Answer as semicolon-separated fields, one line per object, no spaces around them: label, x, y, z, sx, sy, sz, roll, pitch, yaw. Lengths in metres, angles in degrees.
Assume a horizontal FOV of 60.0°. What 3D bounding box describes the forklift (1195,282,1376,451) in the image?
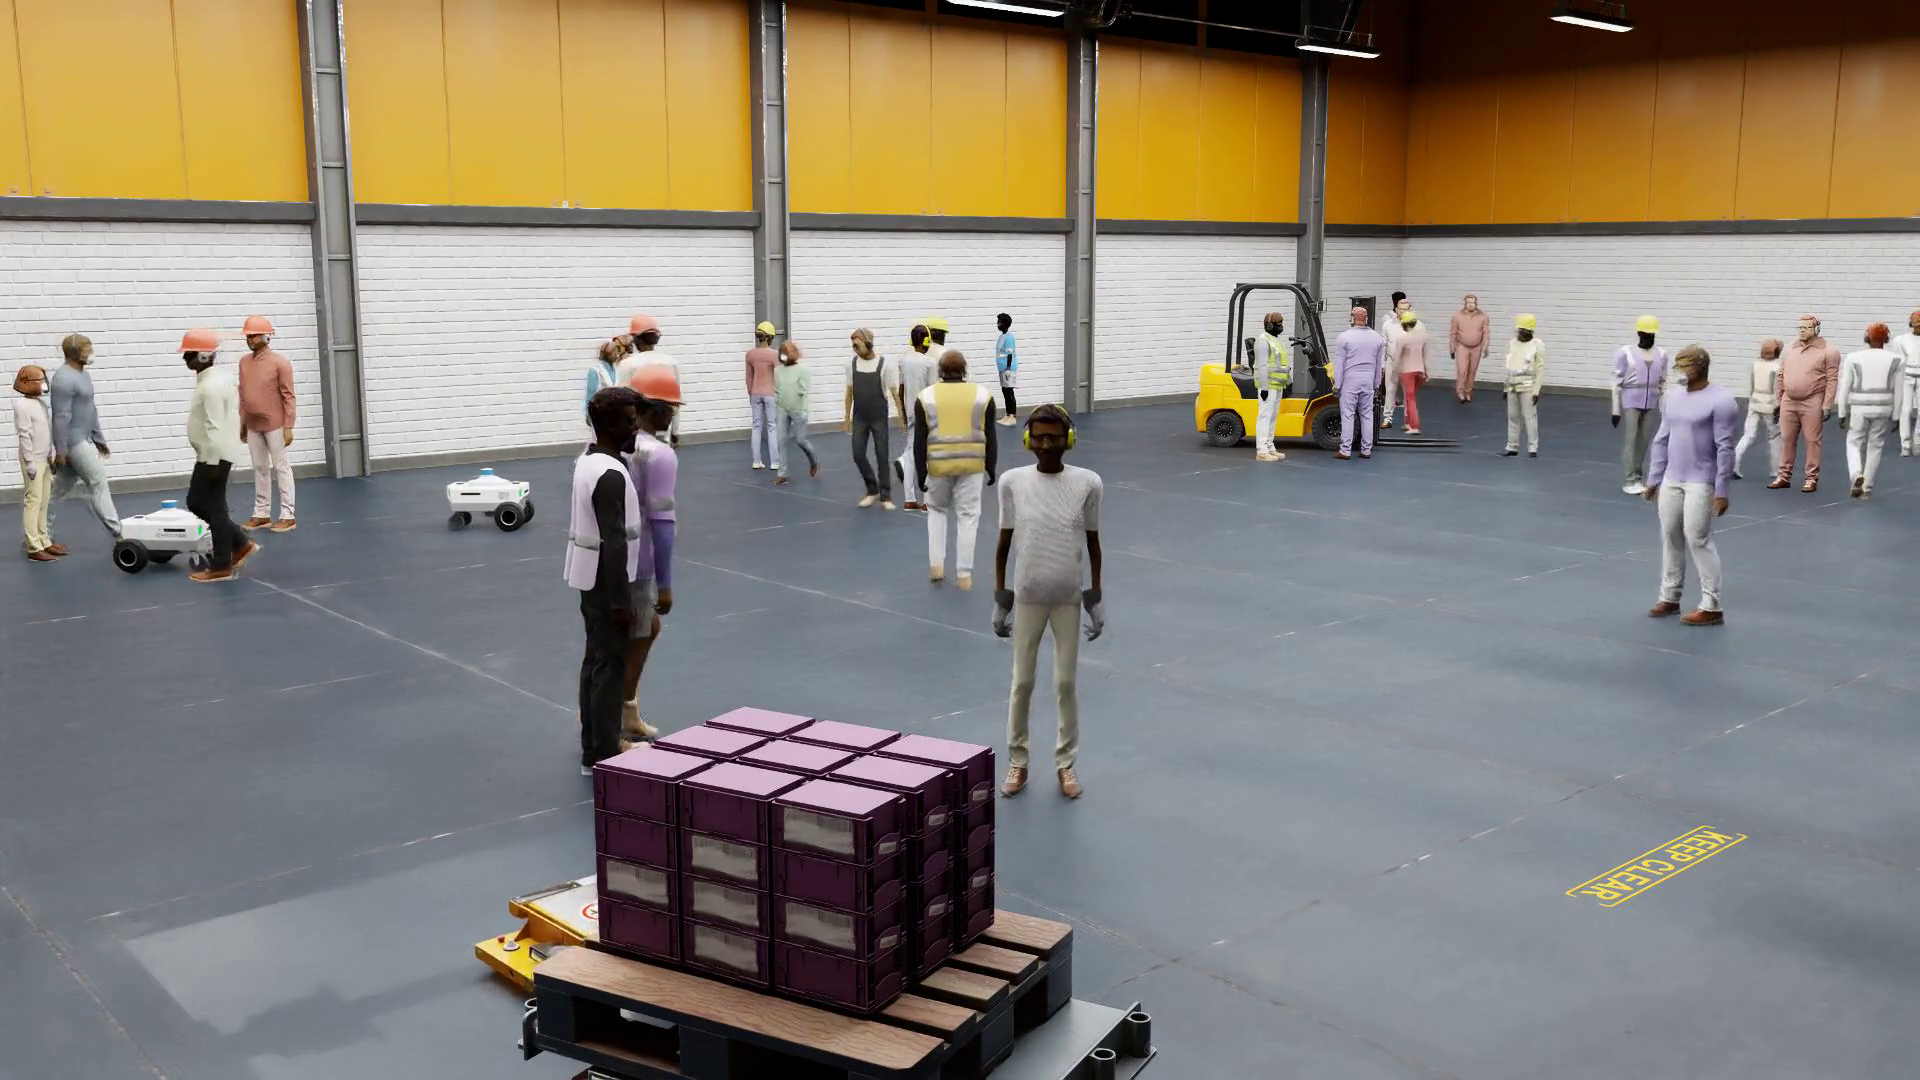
forklift;4.328;-2.346;22.227;2.313;2.155;1.214;3;10;16

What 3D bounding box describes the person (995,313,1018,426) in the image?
person;0.690;-2.554;24.926;0.321;1.690;0.536;-2;10;-14

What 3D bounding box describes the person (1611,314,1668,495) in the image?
person;7.304;-1.453;17.818;0.600;1.926;0.412;-2;10;-10

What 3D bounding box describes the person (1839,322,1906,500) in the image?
person;9.387;-1.314;17.141;0.587;1.865;0.633;4;11;23

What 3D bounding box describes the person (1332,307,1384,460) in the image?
person;4.948;-1.949;20.776;0.644;1.903;0.401;-3;10;-17

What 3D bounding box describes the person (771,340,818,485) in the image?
person;-1.850;-1.437;18.606;0.510;1.610;0.640;5;11;26

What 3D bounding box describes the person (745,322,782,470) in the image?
person;-2.295;-1.703;19.730;0.522;1.764;0.318;5;11;26

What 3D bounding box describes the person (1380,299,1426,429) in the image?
person;6.459;-2.564;24.351;0.653;1.904;0.405;4;11;23

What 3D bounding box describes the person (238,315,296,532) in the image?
person;-6.397;-1.067;15.316;0.610;1.996;0.384;4;10;22

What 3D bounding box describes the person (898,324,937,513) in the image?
person;-0.380;-1.202;16.497;0.509;1.865;0.329;7;12;37

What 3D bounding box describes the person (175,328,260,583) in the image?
person;-5.813;-0.651;12.907;0.440;1.983;0.639;-5;11;-27

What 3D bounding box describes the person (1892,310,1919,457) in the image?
person;12.053;-1.970;20.981;0.607;1.862;0.470;5;11;26

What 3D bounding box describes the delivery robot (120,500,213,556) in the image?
delivery robot;-6.390;-0.078;13.468;0.707;0.478;0.477;1;10;4

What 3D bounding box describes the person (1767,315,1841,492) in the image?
person;9.093;-1.473;17.955;0.409;1.907;0.651;-7;12;-36

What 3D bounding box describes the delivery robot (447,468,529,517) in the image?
delivery robot;-4.392;-0.423;15.487;0.707;0.478;0.477;0;10;-2

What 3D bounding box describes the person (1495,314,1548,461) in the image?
person;6.992;-1.888;20.687;0.404;1.808;0.632;-6;11;-29

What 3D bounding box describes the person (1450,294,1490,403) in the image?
person;8.795;-3.278;28.641;0.641;1.870;0.857;1;10;6

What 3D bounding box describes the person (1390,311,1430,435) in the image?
person;6.387;-2.381;23.742;0.544;1.738;0.704;-4;11;-23

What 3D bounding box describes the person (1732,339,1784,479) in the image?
person;9.126;-1.484;18.917;0.858;1.605;0.517;-4;11;-23

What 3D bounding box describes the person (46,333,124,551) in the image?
person;-7.537;-0.820;14.213;1.009;1.891;0.636;-4;10;-20

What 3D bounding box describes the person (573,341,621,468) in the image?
person;-3.973;-1.389;18.290;0.551;1.613;0.544;6;11;30

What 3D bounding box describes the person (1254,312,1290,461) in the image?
person;3.873;-1.903;20.664;0.429;1.842;0.634;5;11;28

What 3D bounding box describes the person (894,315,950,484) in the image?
person;-0.348;-1.503;18.169;0.624;1.898;0.691;8;13;40

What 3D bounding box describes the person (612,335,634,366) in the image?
person;-3.838;-1.536;19.103;0.523;1.639;0.309;6;11;29

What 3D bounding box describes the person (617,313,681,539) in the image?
person;-2.769;-0.979;14.692;0.620;2.039;0.423;-9;13;-44

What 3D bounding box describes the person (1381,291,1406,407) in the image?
person;7.279;-3.184;27.855;0.610;1.952;0.396;-9;13;-41

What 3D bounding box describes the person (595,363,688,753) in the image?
person;-1.631;0.124;8.342;0.612;2.000;0.640;-9;13;-41

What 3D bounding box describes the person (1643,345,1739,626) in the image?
person;5.071;-0.376;11.540;0.408;1.922;0.684;-3;10;-17

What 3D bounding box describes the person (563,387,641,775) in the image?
person;-1.691;0.228;7.962;0.389;1.918;0.590;-4;10;-21

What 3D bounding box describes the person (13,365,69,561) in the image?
person;-7.692;-0.642;13.888;0.280;1.634;0.498;-2;10;-11

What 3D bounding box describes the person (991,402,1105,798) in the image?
person;0.413;0.285;7.782;0.532;1.865;0.311;0;10;3

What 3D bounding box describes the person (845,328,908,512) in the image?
person;-0.818;-1.192;16.569;0.679;1.827;0.426;3;10;15

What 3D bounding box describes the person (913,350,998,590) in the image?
person;-0.031;-0.543;12.778;0.647;1.823;0.607;0;10;-1

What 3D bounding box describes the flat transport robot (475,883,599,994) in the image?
flat transport robot;-0.984;1.360;6.152;1.431;0.197;0.652;-9;13;-43
